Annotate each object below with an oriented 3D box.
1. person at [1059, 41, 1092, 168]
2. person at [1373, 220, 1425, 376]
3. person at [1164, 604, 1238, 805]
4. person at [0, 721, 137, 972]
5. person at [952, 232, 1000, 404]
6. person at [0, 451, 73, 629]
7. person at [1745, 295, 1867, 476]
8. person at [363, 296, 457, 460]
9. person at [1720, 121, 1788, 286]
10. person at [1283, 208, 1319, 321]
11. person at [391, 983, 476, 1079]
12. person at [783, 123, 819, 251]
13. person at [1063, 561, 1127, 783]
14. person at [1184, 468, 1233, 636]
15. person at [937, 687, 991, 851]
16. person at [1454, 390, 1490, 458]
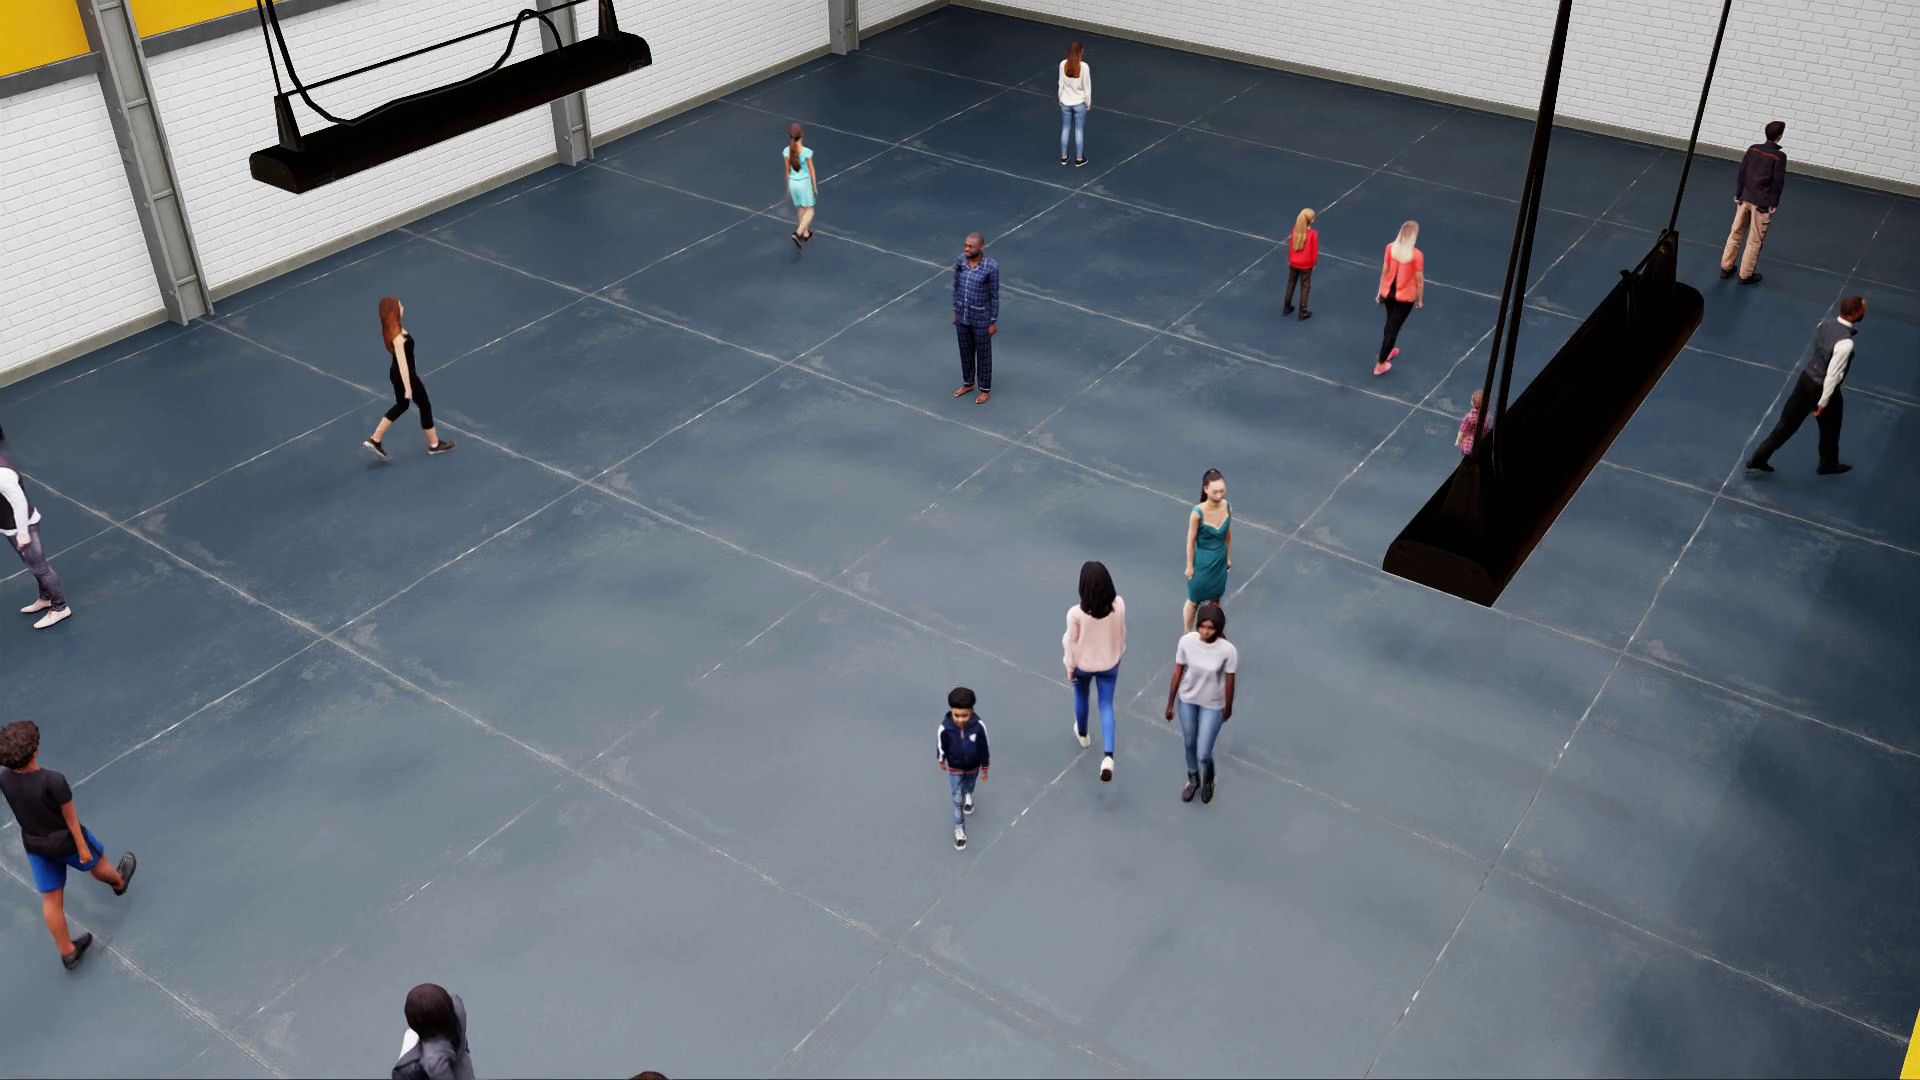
[{"bbox_3d":[1.545,-5.899,22.459,0.648,1.692,0.595,15,36,21],"label":"person"},{"bbox_3d":[4.516,-2.495,17.359,0.859,1.669,0.685,-28,43,-35],"label":"person"},{"bbox_3d":[1.744,1.129,11.869,0.616,1.710,0.629,17,37,23],"label":"person"},{"bbox_3d":[-5.791,1.972,10.571,1.051,1.743,1.228,0,34,1],"label":"person"},{"bbox_3d":[0.157,-2.274,16.886,0.675,1.824,0.593,20,38,27],"label":"person"},{"bbox_3d":[-7.726,-0.117,13.643,0.688,1.822,0.744,-25,41,-32],"label":"person"},{"bbox_3d":[7.924,-1.402,15.529,1.293,1.875,1.269,-3,34,-5],"label":"person"},{"bbox_3d":[-5.383,-1.515,15.853,1.144,1.704,0.845,-20,39,-27],"label":"person"},{"bbox_3d":[9.226,-3.921,19.273,0.732,1.924,0.774,-21,39,-28],"label":"person"},{"bbox_3d":[3.823,-3.103,18.624,0.510,1.280,0.511,25,41,32],"label":"person"},{"bbox_3d":[-2.756,3.017,9.148,1.039,1.578,1.005,-2,34,-3],"label":"person"},{"bbox_3d":[-1.935,-4.264,20.129,0.685,1.549,0.933,12,35,17],"label":"person"},{"bbox_3d":[1.005,0.962,12.085,1.059,1.750,1.151,-4,34,-6],"label":"person"},{"bbox_3d":[1.982,0.177,13.322,0.578,1.687,0.678,-13,36,-18],"label":"person"},{"bbox_3d":[0.040,1.522,11.745,0.806,1.193,0.899,-2,34,-3],"label":"person"},{"bbox_3d":[4.822,-0.925,15.584,0.541,1.018,0.602,-10,35,-15],"label":"person"}]
